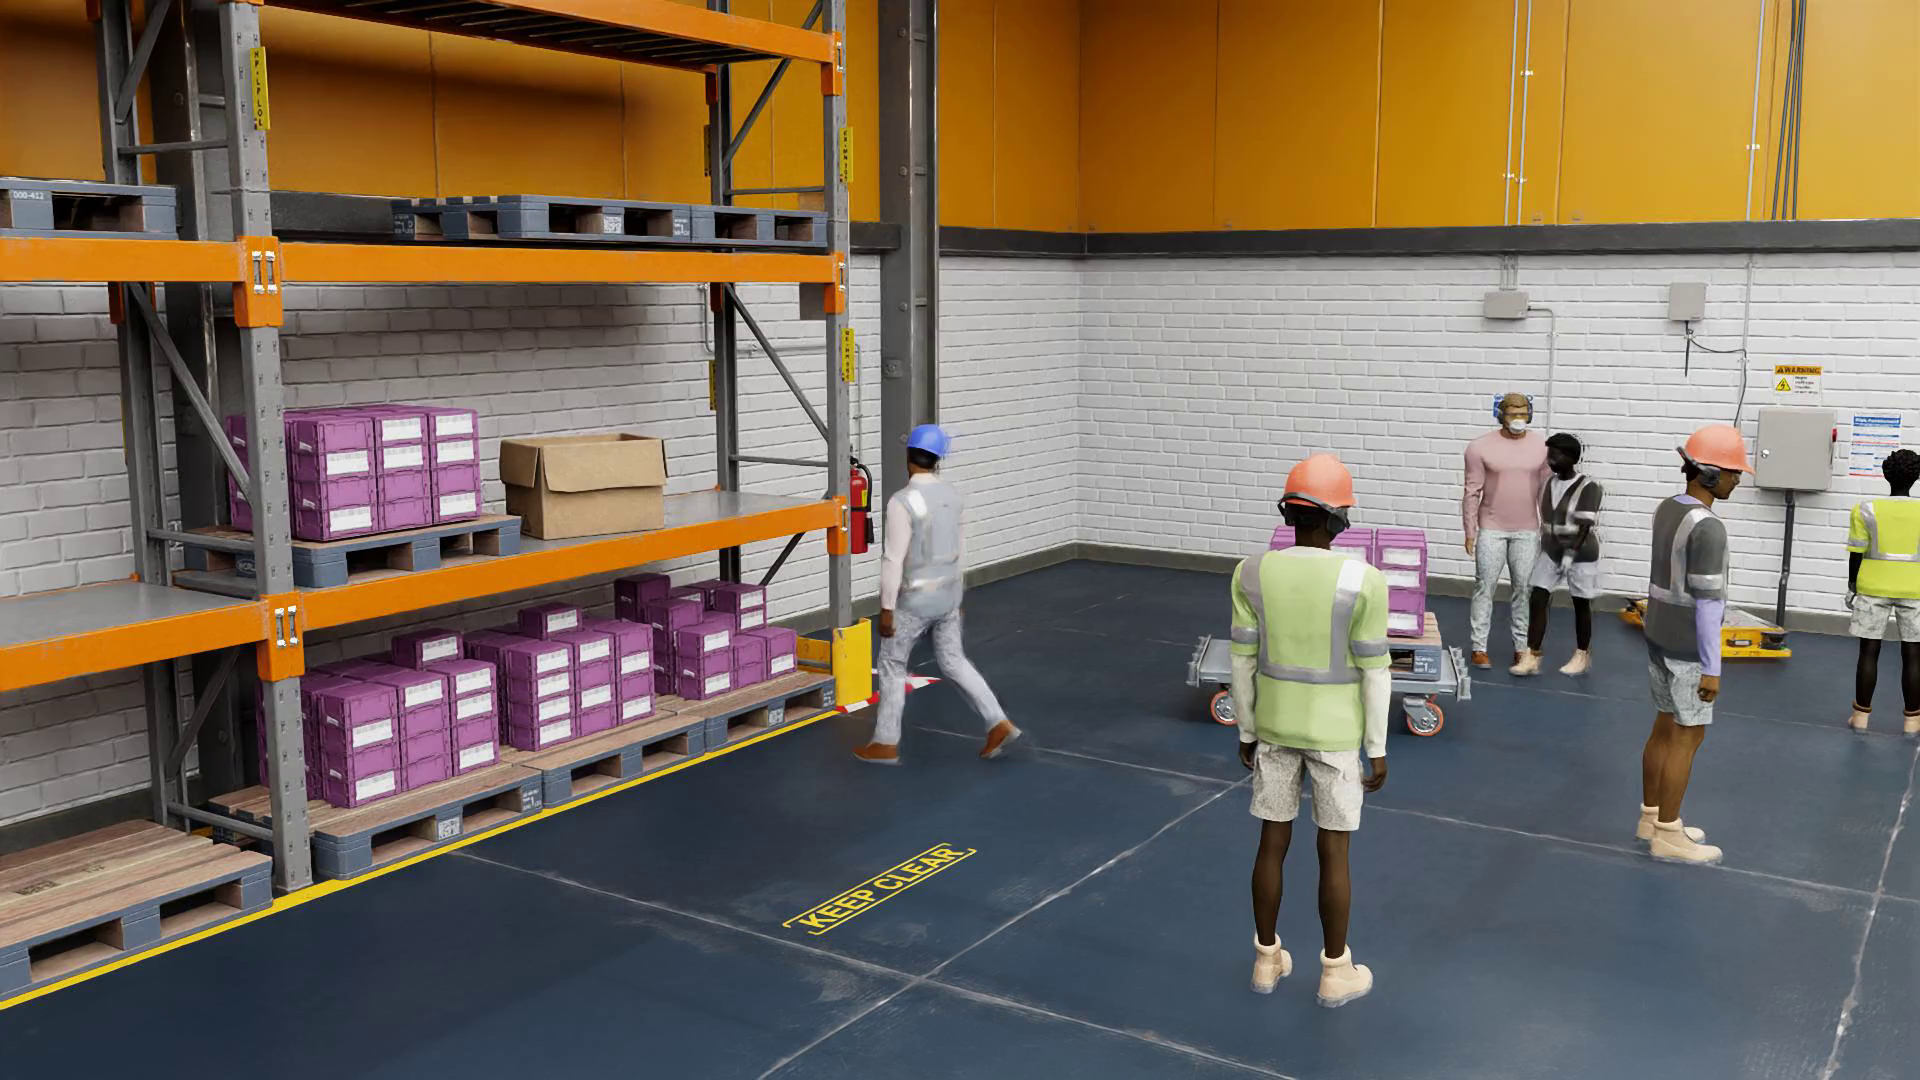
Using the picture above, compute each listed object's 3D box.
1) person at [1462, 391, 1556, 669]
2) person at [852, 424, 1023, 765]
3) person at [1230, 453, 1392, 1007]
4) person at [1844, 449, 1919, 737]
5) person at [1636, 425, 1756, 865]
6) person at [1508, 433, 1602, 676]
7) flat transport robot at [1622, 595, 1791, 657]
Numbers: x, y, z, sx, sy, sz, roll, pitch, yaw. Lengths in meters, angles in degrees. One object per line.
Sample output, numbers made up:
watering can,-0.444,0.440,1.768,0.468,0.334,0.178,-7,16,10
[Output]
person,3.784,-0.061,11.484,0.630,1.932,0.366,1,9,6
person,-0.141,0.320,9.122,0.868,1.902,0.654,5,10,32
person,1.297,0.700,6.161,0.607,2.044,0.372,5,10,31
person,5.500,0.312,9.799,0.530,1.697,0.321,4,10,26
person,3.371,0.483,7.639,0.408,2.029,0.613,0,9,3
person,4.002,0.117,11.154,0.749,1.656,0.531,-5,10,-30
flat transport robot,5.511,0.631,12.345,0.652,0.197,1.431,0,9,1
